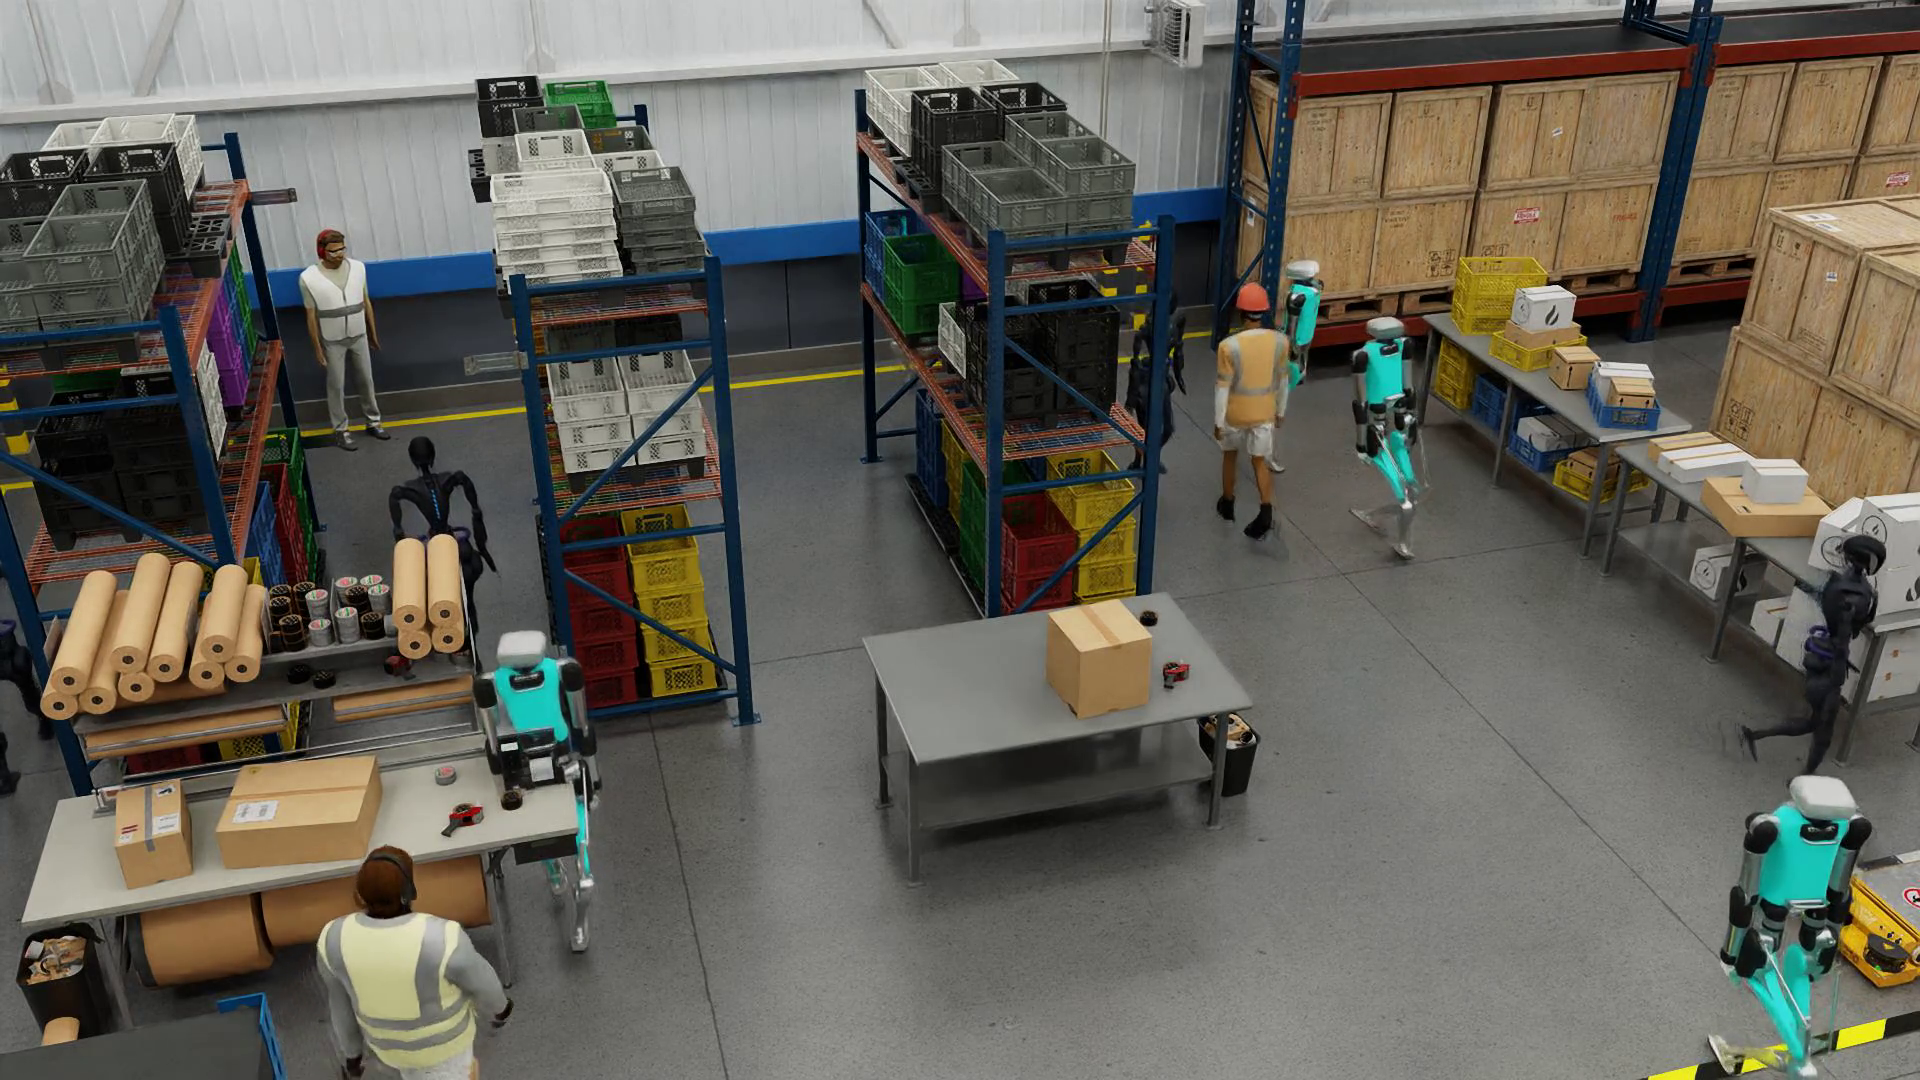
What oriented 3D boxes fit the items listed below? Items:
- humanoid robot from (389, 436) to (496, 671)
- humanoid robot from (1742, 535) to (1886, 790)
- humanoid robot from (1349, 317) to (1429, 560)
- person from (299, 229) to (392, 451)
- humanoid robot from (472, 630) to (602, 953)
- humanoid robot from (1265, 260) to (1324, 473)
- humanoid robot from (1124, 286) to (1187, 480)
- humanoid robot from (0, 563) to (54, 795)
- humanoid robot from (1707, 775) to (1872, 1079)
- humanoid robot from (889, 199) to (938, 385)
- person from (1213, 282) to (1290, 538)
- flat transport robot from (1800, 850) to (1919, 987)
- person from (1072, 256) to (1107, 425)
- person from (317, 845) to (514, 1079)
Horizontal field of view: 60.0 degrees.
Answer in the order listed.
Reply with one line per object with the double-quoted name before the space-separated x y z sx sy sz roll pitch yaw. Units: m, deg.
"humanoid robot" -3.227 0.126 10.459 0.593 1.647 0.437 -14 32 -24
"humanoid robot" 4.855 0.704 9.427 0.560 1.632 0.584 14 32 23
"humanoid robot" 3.139 -0.666 11.838 0.559 1.721 0.929 -14 32 -24
"person" -5.014 -1.645 13.529 0.386 1.836 0.564 25 38 38
"humanoid robot" -2.042 1.308 8.254 0.559 1.731 1.012 -8 30 -13
"humanoid robot" 2.454 -1.331 13.118 0.659 1.857 0.543 16 33 27
"humanoid robot" 1.516 -1.225 12.959 0.616 1.651 0.409 -22 36 -34
"humanoid robot" -5.622 0.613 9.630 0.587 1.627 0.773 -8 30 -14
"humanoid robot" 3.655 1.940 7.173 0.534 1.776 1.033 -2 29 -4
"humanoid robot" -0.395 -2.127 14.501 0.557 1.795 0.672 3 29 6
"person" 2.141 -0.915 12.134 0.575 1.905 0.752 -3 29 -6
"flat transport robot" 5.163 1.916 8.676 1.431 0.231 0.659 -8 30 -14
"person" 0.953 -1.682 13.639 0.945 1.801 0.511 -2 29 -3
"person" -2.207 1.981 6.966 0.635 1.800 0.909 5 29 8
